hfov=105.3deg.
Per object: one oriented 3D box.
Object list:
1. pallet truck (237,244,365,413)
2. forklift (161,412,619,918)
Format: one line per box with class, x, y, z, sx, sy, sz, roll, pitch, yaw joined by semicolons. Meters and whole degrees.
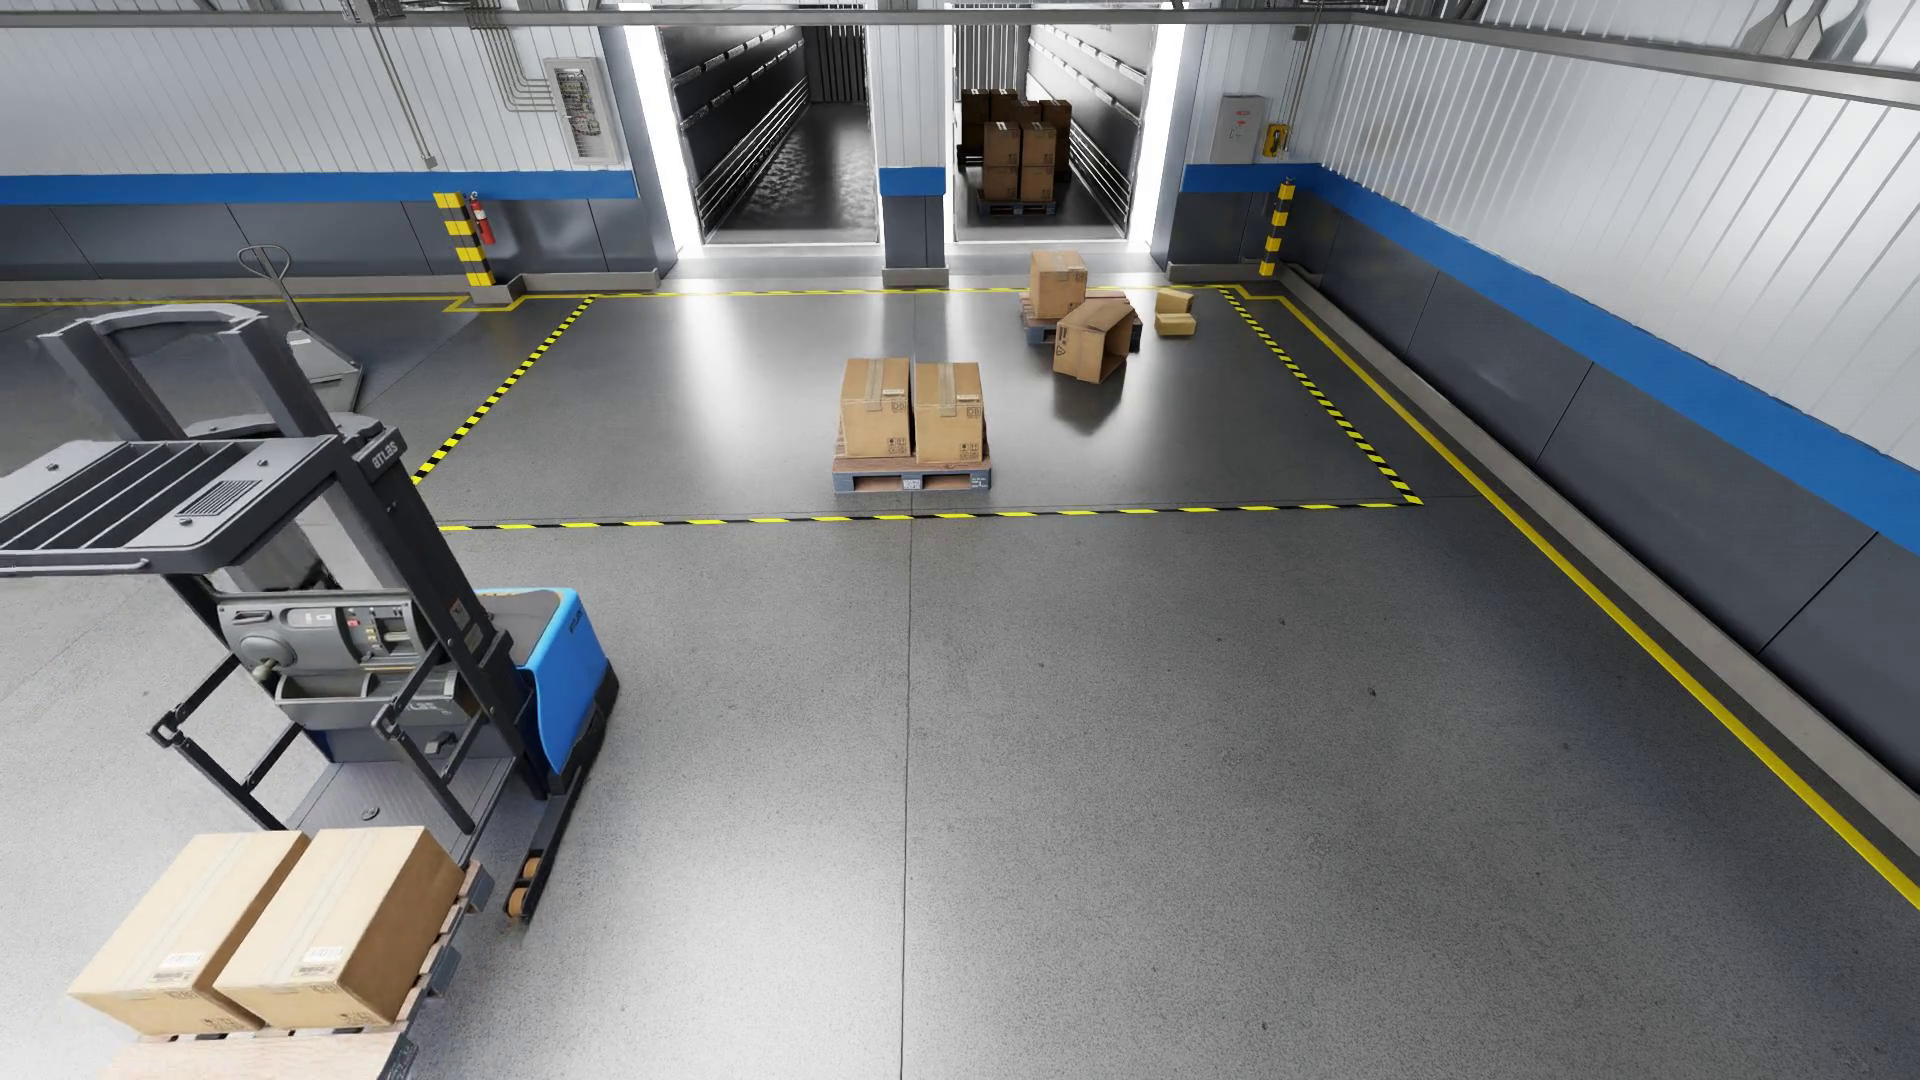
pallet truck;-5.915;-1.733;6.366;0.680;1.201;1.601;-18;42;-21
forklift;-2.239;0.307;3.150;0.716;2.013;0.776;-1;38;-2
